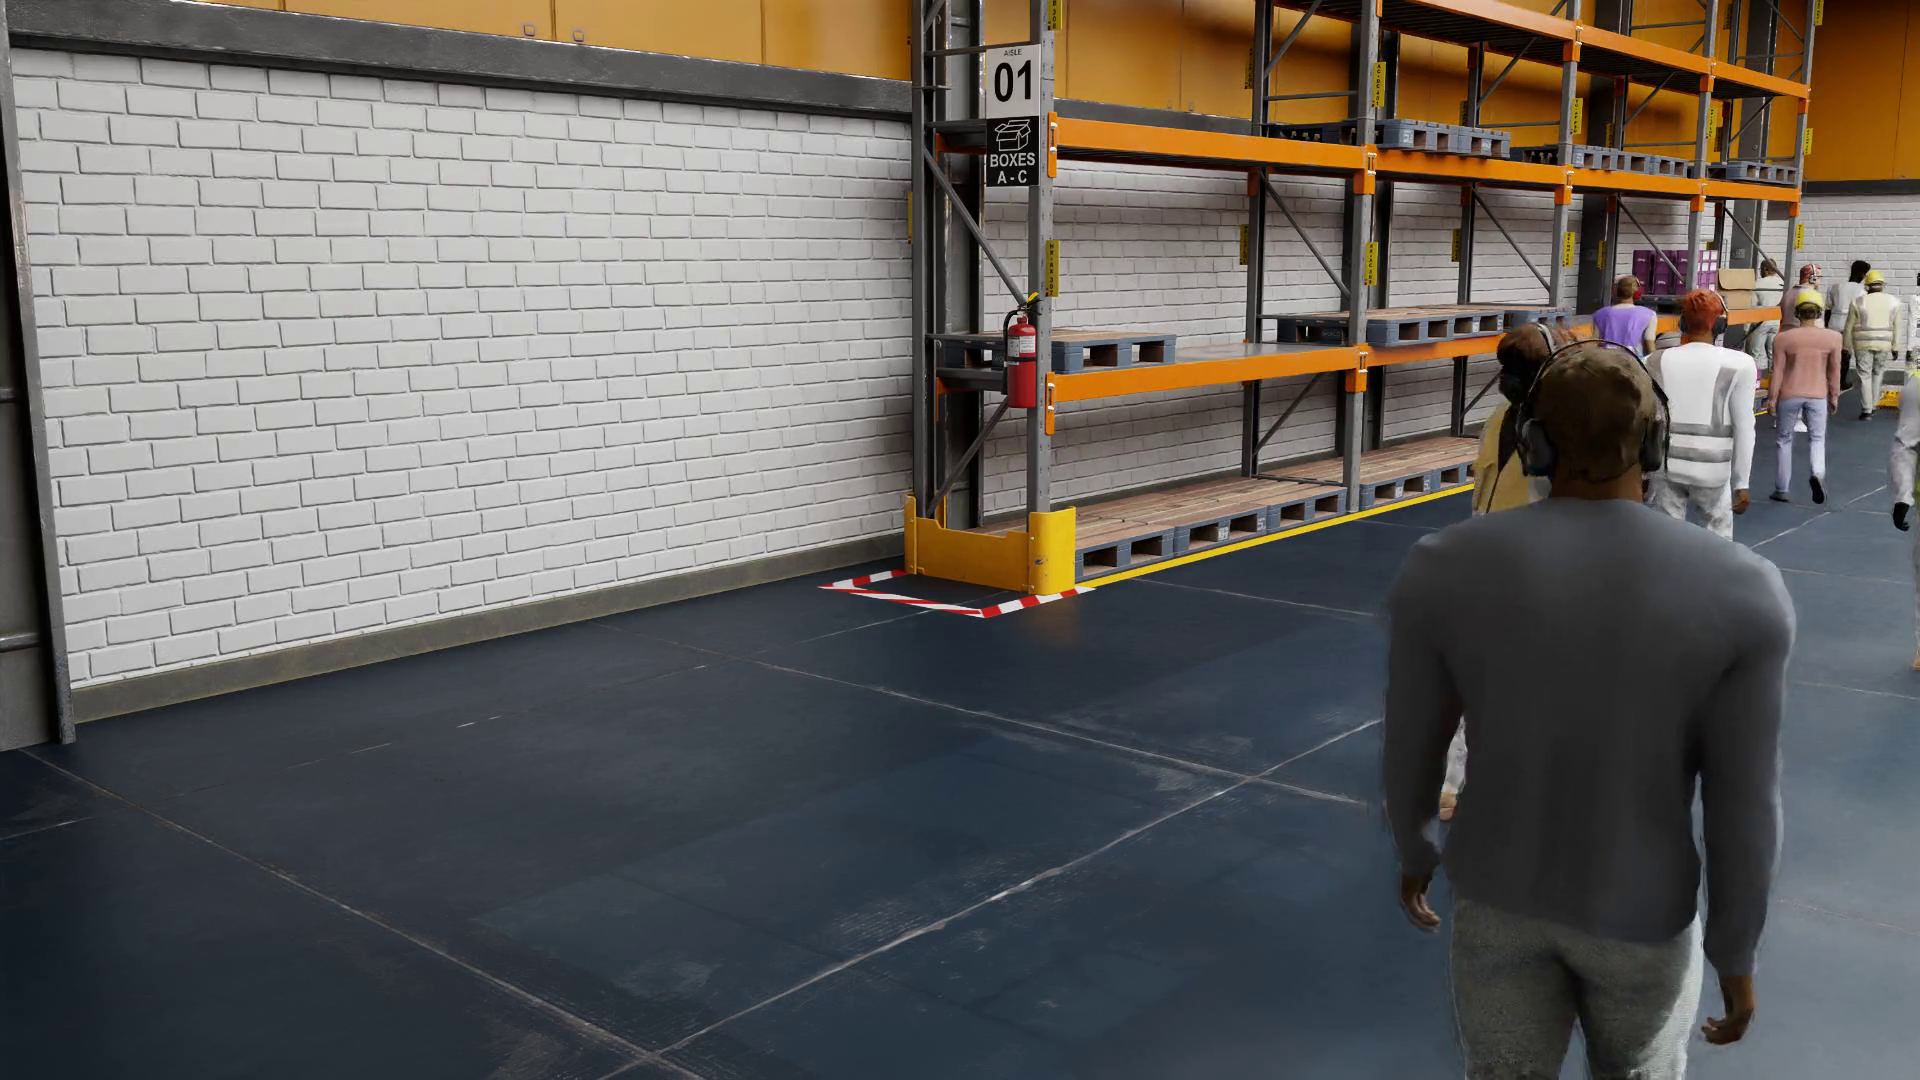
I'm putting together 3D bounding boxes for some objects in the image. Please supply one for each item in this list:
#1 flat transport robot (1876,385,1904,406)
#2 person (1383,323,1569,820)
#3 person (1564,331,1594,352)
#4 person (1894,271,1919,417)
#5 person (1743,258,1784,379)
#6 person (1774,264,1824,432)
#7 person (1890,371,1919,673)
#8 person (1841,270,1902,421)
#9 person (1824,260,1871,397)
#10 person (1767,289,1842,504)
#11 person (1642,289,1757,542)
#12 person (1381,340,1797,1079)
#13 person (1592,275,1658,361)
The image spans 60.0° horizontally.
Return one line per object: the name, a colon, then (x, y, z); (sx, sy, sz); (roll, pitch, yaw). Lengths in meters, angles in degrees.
flat transport robot: (12.521, -1.904, 21.955); (0.652, 0.197, 1.431); (6, 12, 31)
person: (1.928, 0.152, 5.857); (0.865, 1.804, 0.637); (-4, 11, -21)
person: (3.530, -0.408, 9.621); (0.506, 1.611, 0.652); (7, 12, 33)
person: (11.670, -2.350, 20.007); (0.589, 1.861, 0.832); (-2, 10, -8)
person: (11.342, -2.994, 23.439); (0.637, 1.937, 0.386); (-1, 10, -6)
person: (9.557, -2.171, 18.866); (0.399, 1.900, 0.636); (-1, 10, -7)
person: (4.718, -0.178, 7.804); (0.641, 1.782, 0.978); (5, 11, 26)
person: (11.011, -2.363, 20.181); (0.596, 1.805, 0.717); (1, 10, 8)
person: (12.440, -2.959, 23.324); (0.602, 1.895, 0.948); (5, 11, 28)
person: (6.805, -1.142, 13.410); (0.546, 1.739, 0.650); (3, 10, 14)
person: (3.755, -0.337, 8.497); (0.611, 1.860, 0.604); (8, 13, 39)
person: (1.055, 0.616, 2.906); (0.651, 1.916, 0.620); (4, 11, 24)
person: (6.117, -1.526, 15.374); (0.571, 1.826, 0.496); (8, 13, 38)
